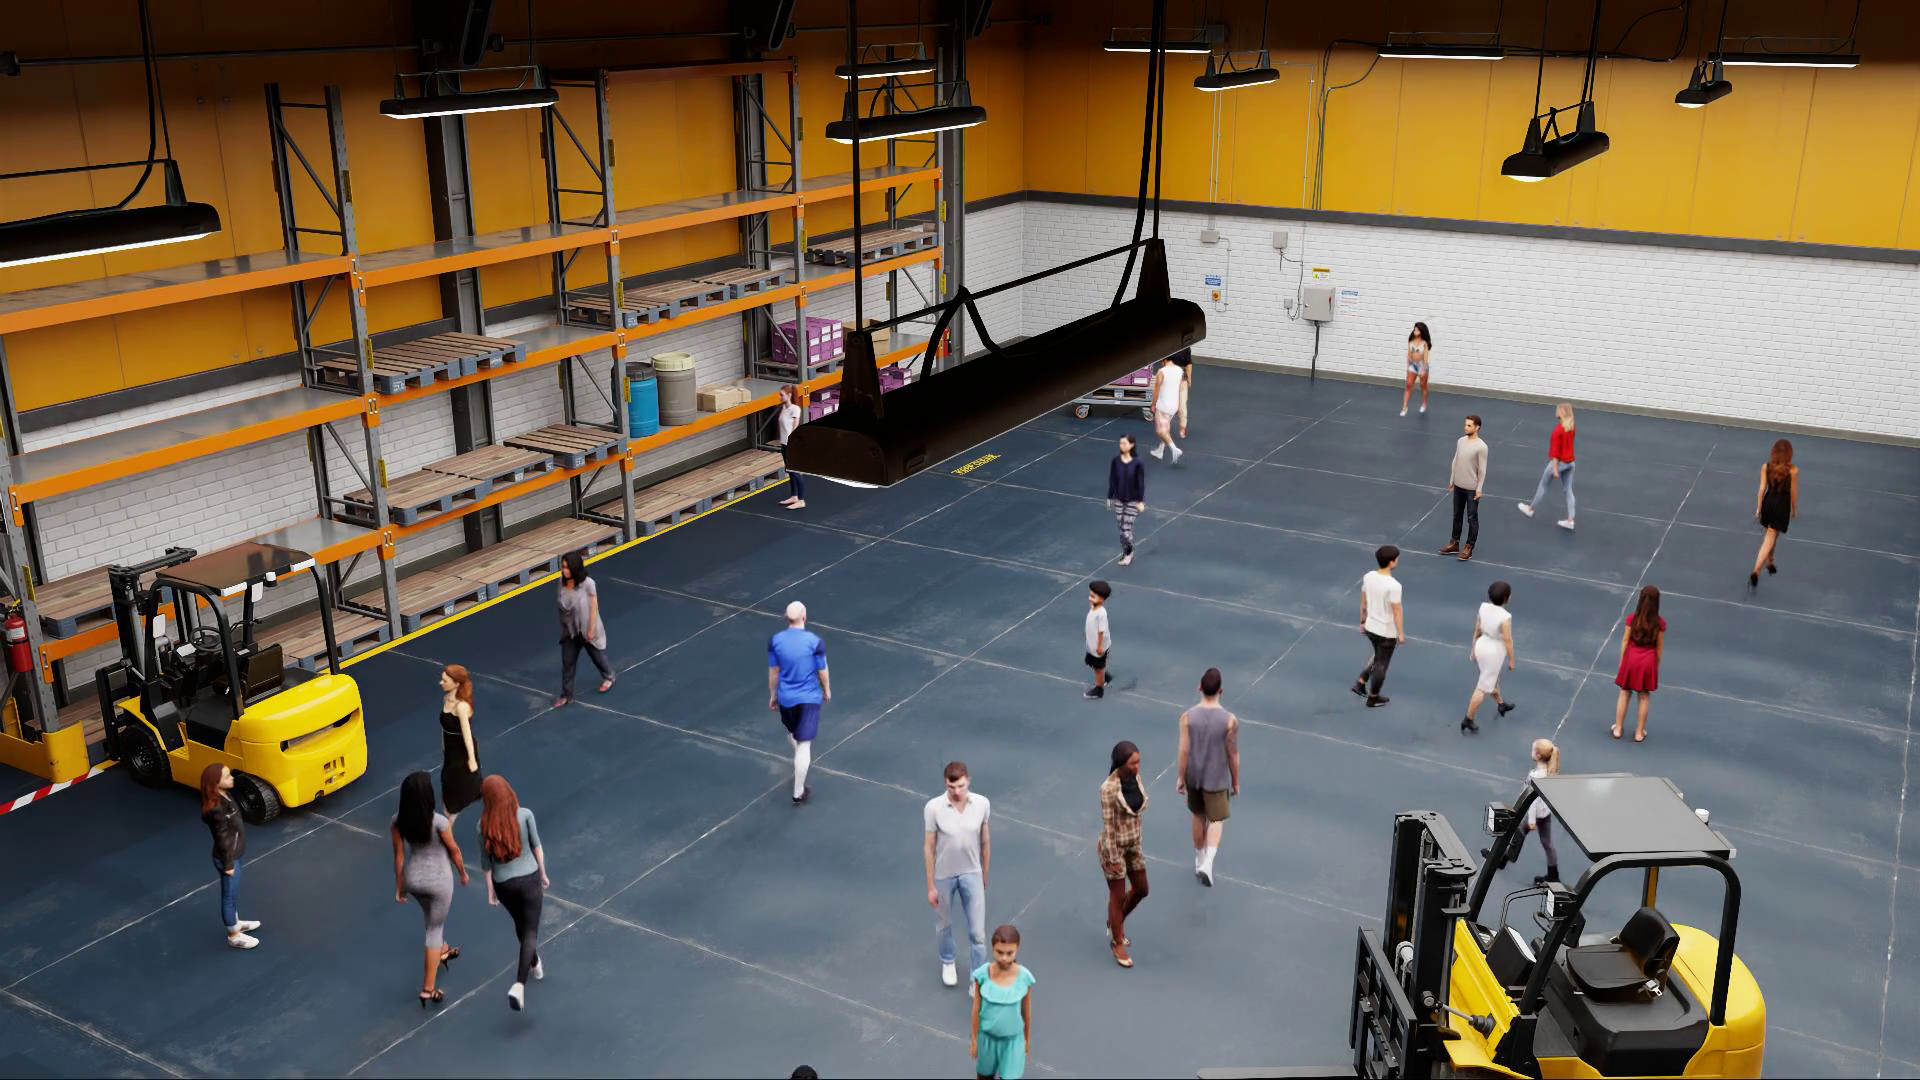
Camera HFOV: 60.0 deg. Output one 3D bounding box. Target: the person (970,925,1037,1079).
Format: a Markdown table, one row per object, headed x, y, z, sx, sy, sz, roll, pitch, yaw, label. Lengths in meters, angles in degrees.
| x | y | z | sx | sy | sz | roll | pitch | yaw | label |
| --- | --- | --- | --- | --- | --- | --- | --- | --- | --- |
| 0.250 | 3.073 | 10.372 | 0.712 | 1.570 | 0.854 | 2 | 19 | 7 | person |

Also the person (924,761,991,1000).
| x | y | z | sx | sy | sz | roll | pitch | yaw | label |
| --- | --- | --- | --- | --- | --- | --- | --- | --- | --- |
| -0.050 | 2.386 | 12.015 | 0.949 | 1.825 | 1.045 | -3 | 19 | -8 | person |

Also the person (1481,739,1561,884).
| x | y | z | sx | sy | sz | roll | pitch | yaw | label |
| --- | --- | --- | --- | --- | --- | --- | --- | --- | --- |
| 4.710 | 2.226 | 13.394 | 0.890 | 1.248 | 0.743 | -16 | 25 | -40 | person |

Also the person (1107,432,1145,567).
| x | y | z | sx | sy | sz | roll | pitch | yaw | label |
| --- | --- | --- | --- | --- | --- | --- | --- | --- | --- |
| 2.134 | -0.526 | 20.821 | 0.640 | 1.723 | 0.631 | 13 | 23 | 34 | person |

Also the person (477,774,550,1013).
| x | y | z | sx | sy | sz | roll | pitch | yaw | label |
| --- | --- | --- | --- | --- | --- | --- | --- | --- | --- |
| -3.150 | 2.514 | 11.815 | 1.038 | 1.711 | 1.146 | -3 | 19 | -8 | person |

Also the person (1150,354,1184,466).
| x | y | z | sx | sy | sz | roll | pitch | yaw | label |
| --- | --- | --- | --- | --- | --- | --- | --- | --- | --- |
| 3.167 | -2.011 | 25.165 | 1.104 | 1.765 | 1.004 | -12 | 22 | -32 | person |

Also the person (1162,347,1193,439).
| x | y | z | sx | sy | sz | roll | pitch | yaw | label |
| --- | --- | --- | --- | --- | --- | --- | --- | --- | --- |
| 3.467 | -2.560 | 26.646 | 0.702 | 1.859 | 0.645 | 4 | 19 | 10 | person |

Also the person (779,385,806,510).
| x | y | z | sx | sy | sz | roll | pitch | yaw | label |
| --- | --- | --- | --- | --- | --- | --- | --- | --- | --- |
| -2.330 | -1.308 | 23.122 | 0.665 | 1.736 | 0.648 | -11 | 21 | -29 | person |

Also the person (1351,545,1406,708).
| x | y | z | sx | sy | sz | roll | pitch | yaw | label |
| --- | --- | --- | --- | --- | --- | --- | --- | --- | --- |
| 4.167 | 0.879 | 16.669 | 0.832 | 1.711 | 0.779 | -8 | 20 | -22 | person |

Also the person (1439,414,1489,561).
| x | y | z | sx | sy | sz | roll | pitch | yaw | label |
| --- | --- | --- | --- | --- | --- | --- | --- | --- | --- |
| 6.433 | -0.686 | 21.070 | 0.724 | 1.868 | 0.735 | -13 | 22 | -33 | person |

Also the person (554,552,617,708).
| x | y | z | sx | sy | sz | roll | pitch | yaw | label |
| --- | --- | --- | --- | --- | --- | --- | --- | --- | --- |
| -3.797 | 0.867 | 16.921 | 0.747 | 1.571 | 1.084 | 7 | 20 | 19 | person |

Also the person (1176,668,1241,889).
| x | y | z | sx | sy | sz | roll | pitch | yaw | label |
| --- | --- | --- | --- | --- | --- | --- | --- | --- | --- |
| 1.955 | 1.930 | 13.245 | 0.823 | 1.823 | 1.064 | 5 | 19 | 13 | person |

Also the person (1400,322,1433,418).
| x | y | z | sx | sy | sz | roll | pitch | yaw | label |
| --- | --- | --- | --- | --- | --- | --- | --- | --- | --- |
| 7.747 | -2.851 | 27.947 | 0.684 | 1.582 | 1.046 | 15 | 24 | 38 | person |

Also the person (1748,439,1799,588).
| x | y | z | sx | sy | sz | roll | pitch | yaw | label |
| --- | --- | --- | --- | --- | --- | --- | --- | --- | --- |
| 9.757 | -0.273 | 19.968 | 1.200 | 1.788 | 0.803 | -17 | 25 | -41 | person |

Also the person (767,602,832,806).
| x | y | z | sx | sy | sz | roll | pitch | yaw | label |
| --- | --- | --- | --- | --- | --- | --- | --- | --- | --- |
| -1.451 | 1.471 | 14.778 | 0.895 | 1.796 | 1.214 | 4 | 19 | 13 | person |

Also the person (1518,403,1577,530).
| x | y | z | sx | sy | sz | roll | pitch | yaw | label |
| --- | --- | --- | --- | --- | --- | --- | --- | --- | --- |
| 8.090 | -0.953 | 22.189 | 1.121 | 1.660 | 1.032 | -11 | 21 | -29 | person |

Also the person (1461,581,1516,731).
| x | y | z | sx | sy | sz | roll | pitch | yaw | label |
| --- | --- | --- | --- | --- | --- | --- | --- | --- | --- |
| 5.084 | 1.164 | 16.128 | 1.062 | 1.516 | 0.894 | -10 | 21 | -27 | person |

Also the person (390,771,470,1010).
| x | y | z | sx | sy | sz | roll | pitch | yaw | label |
| --- | --- | --- | --- | --- | --- | --- | --- | --- | --- |
| -3.791 | 2.509 | 11.748 | 0.733 | 1.761 | 0.973 | 5 | 19 | 14 | person |

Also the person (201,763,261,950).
| x | y | z | sx | sy | sz | roll | pitch | yaw | label |
| --- | --- | --- | --- | --- | --- | --- | --- | --- | --- |
| -5.558 | 2.367 | 12.608 | 0.684 | 1.482 | 0.635 | -6 | 20 | -17 | person |

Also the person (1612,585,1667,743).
| x | y | z | sx | sy | sz | roll | pitch | yaw | label |
| --- | --- | --- | --- | --- | --- | --- | --- | --- | --- |
| 6.550 | 1.181 | 16.025 | 0.592 | 1.550 | 0.650 | 6 | 20 | 18 | person |

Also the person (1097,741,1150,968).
| x | y | z | sx | sy | sz | roll | pitch | yaw | label |
| --- | --- | --- | --- | --- | --- | --- | --- | --- | --- |
| 1.146 | 2.297 | 12.338 | 0.625 | 1.787 | 0.743 | -16 | 24 | -39 | person |

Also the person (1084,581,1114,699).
| x | y | z | sx | sy | sz | roll | pitch | yaw | label |
| --- | --- | --- | --- | --- | --- | --- | --- | --- | --- |
| 1.465 | 1.008 | 17.008 | 0.694 | 1.250 | 0.630 | -8 | 20 | -21 | person |
